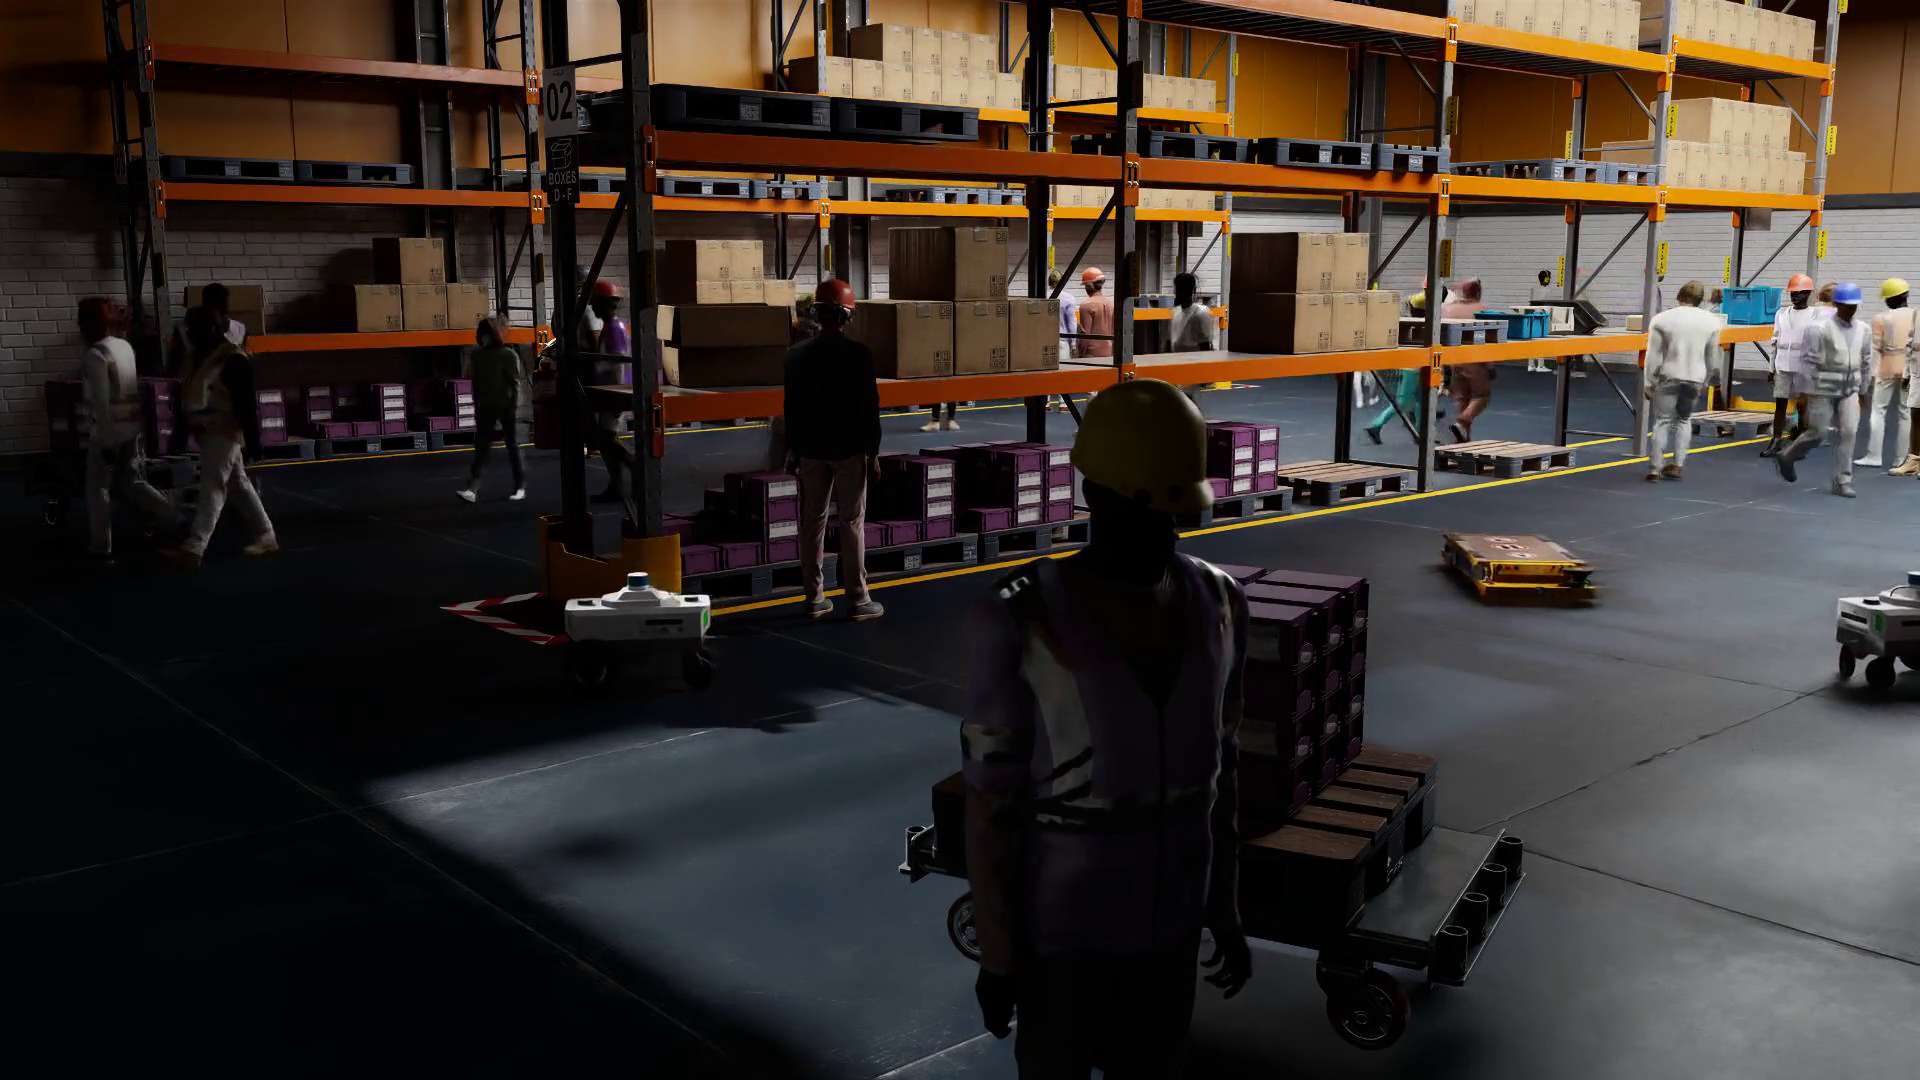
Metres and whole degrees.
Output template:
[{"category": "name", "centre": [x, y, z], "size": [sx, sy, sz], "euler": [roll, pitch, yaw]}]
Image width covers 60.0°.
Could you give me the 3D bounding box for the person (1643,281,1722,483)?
[{"category": "person", "centre": [6.768, -1.481, 15.652], "size": [0.650, 1.903, 0.499], "euler": [2, 10, 13]}]

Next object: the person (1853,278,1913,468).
[{"category": "person", "centre": [9.416, -1.661, 16.662], "size": [0.820, 1.909, 0.411], "euler": [0, 10, 3]}]

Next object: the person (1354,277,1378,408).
[{"category": "person", "centre": [5.711, -2.782, 23.432], "size": [0.555, 1.831, 0.803], "euler": [4, 10, 21]}]

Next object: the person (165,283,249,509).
[{"category": "person", "centre": [-6.358, -1.207, 14.054], "size": [0.743, 1.899, 0.408], "euler": [-8, 13, -40]}]

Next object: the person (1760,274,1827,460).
[{"category": "person", "centre": [8.727, -1.804, 17.400], "size": [0.365, 1.939, 0.542], "euler": [-8, 12, -38]}]

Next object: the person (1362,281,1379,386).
[{"category": "person", "centre": [6.678, -3.356, 27.099], "size": [0.497, 1.734, 0.498], "euler": [4, 11, 24]}]

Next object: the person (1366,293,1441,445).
[{"category": "person", "centre": [5.017, -1.921, 18.715], "size": [0.831, 1.722, 0.512], "euler": [0, 10, 3]}]

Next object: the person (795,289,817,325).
[{"category": "person", "centre": [-1.414, -1.702, 17.144], "size": [0.403, 1.822, 0.589], "euler": [9, 13, 43]}]

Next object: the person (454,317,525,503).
[{"category": "person", "centre": [-4.021, -1.096, 14.254], "size": [0.522, 1.595, 0.826], "euler": [3, 10, 17]}]

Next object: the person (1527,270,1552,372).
[{"category": "person", "centre": [10.700, -4.031, 30.642], "size": [0.309, 1.868, 0.534], "euler": [-4, 11, -25]}]

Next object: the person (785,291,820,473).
[{"category": "person", "centre": [-1.467, -1.543, 16.331], "size": [0.957, 1.792, 0.577], "euler": [-8, 13, -39]}]

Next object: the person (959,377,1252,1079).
[{"category": "person", "centre": [0.284, 0.666, 2.996], "size": [0.585, 1.920, 0.374], "euler": [-5, 11, -28]}]

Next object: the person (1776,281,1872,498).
[{"category": "person", "centre": [7.762, -1.359, 14.880], "size": [0.648, 1.915, 0.753], "euler": [-1, 10, -6]}]

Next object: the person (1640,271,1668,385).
[{"category": "person", "centre": [11.477, -3.593, 27.579], "size": [0.403, 2.041, 0.650], "euler": [7, 12, 34]}]

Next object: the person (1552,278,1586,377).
[{"category": "person", "centre": [10.713, -3.821, 29.217], "size": [0.716, 1.931, 0.691], "euler": [7, 12, 34]}]

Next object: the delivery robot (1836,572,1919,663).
[{"category": "delivery robot", "centre": [4.746, 0.401, 8.262], "size": [0.707, 0.478, 0.477], "euler": [-2, 10, -10]}]

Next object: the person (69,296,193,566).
[{"category": "person", "centre": [-5.727, -0.735, 11.384], "size": [0.778, 1.861, 0.574], "euler": [0, 10, 2]}]

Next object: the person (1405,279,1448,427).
[{"category": "person", "centre": [5.912, -2.374, 20.908], "size": [1.000, 1.878, 0.567], "euler": [-8, 12, -39]}]

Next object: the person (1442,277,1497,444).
[{"category": "person", "centre": [5.574, -1.930, 18.270], "size": [0.525, 1.890, 0.674], "euler": [-7, 12, -37]}]

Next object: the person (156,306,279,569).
[{"category": "person", "centre": [-5.181, -0.718, 11.547], "size": [0.630, 1.790, 0.934], "euler": [9, 13, 41]}]

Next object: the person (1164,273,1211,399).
[{"category": "person", "centre": [2.354, -1.844, 17.625], "size": [0.480, 1.942, 0.652], "euler": [-4, 10, -22]}]

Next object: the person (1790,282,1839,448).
[{"category": "person", "centre": [9.531, -1.926, 18.415], "size": [0.466, 1.834, 0.560], "euler": [-7, 12, -35]}]

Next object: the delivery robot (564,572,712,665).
[{"category": "delivery robot", "centre": [-1.588, 0.404, 8.243], "size": [0.707, 0.478, 0.477], "euler": [-2, 10, -9]}]

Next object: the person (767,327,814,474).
[{"category": "person", "centre": [-1.224, -0.819, 12.644], "size": [0.514, 1.593, 0.865], "euler": [9, 13, 41]}]

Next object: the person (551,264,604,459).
[{"category": "person", "centre": [-3.949, -1.885, 17.574], "size": [0.689, 2.000, 0.539], "euler": [8, 13, 40]}]

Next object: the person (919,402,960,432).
[{"category": "person", "centre": [-0.212, -2.135, 20.202], "size": [0.689, 1.653, 0.321], "euler": [-4, 11, -23]}]

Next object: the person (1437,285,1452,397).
[{"category": "person", "centre": [7.239, -2.996, 25.097], "size": [0.532, 1.693, 0.319], "euler": [-6, 11, -32]}]

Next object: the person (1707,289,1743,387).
[{"category": "person", "centre": [12.239, -3.263, 26.949], "size": [0.884, 1.583, 0.531], "euler": [3, 10, 19]}]

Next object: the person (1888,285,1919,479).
[{"category": "person", "centre": [9.240, -1.589, 15.847], "size": [0.377, 2.041, 0.607], "euler": [-3, 10, -19]}]

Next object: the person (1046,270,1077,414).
[{"category": "person", "centre": [1.294, -2.671, 22.480], "size": [0.629, 1.940, 0.372], "euler": [5, 11, 28]}]

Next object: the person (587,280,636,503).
[{"category": "person", "centre": [-2.969, -1.265, 14.308], "size": [0.450, 1.929, 0.559], "euler": [-3, 10, -16]}]

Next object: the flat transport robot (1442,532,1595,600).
[{"category": "flat transport robot", "centre": [3.603, 0.153, 10.818], "size": [0.652, 0.197, 1.431], "euler": [1, 10, 6]}]

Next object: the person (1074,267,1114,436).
[{"category": "person", "centre": [1.584, -2.202, 19.571], "size": [0.382, 1.993, 0.609], "euler": [8, 13, 41]}]

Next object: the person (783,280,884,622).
[{"category": "person", "centre": [-0.727, -0.516, 9.718], "size": [0.610, 1.986, 0.393], "euler": [4, 11, 24]}]

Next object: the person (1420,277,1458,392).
[{"category": "person", "centre": [7.353, -3.211, 25.785], "size": [0.653, 1.895, 0.401], "euler": [0, 10, -3]}]
